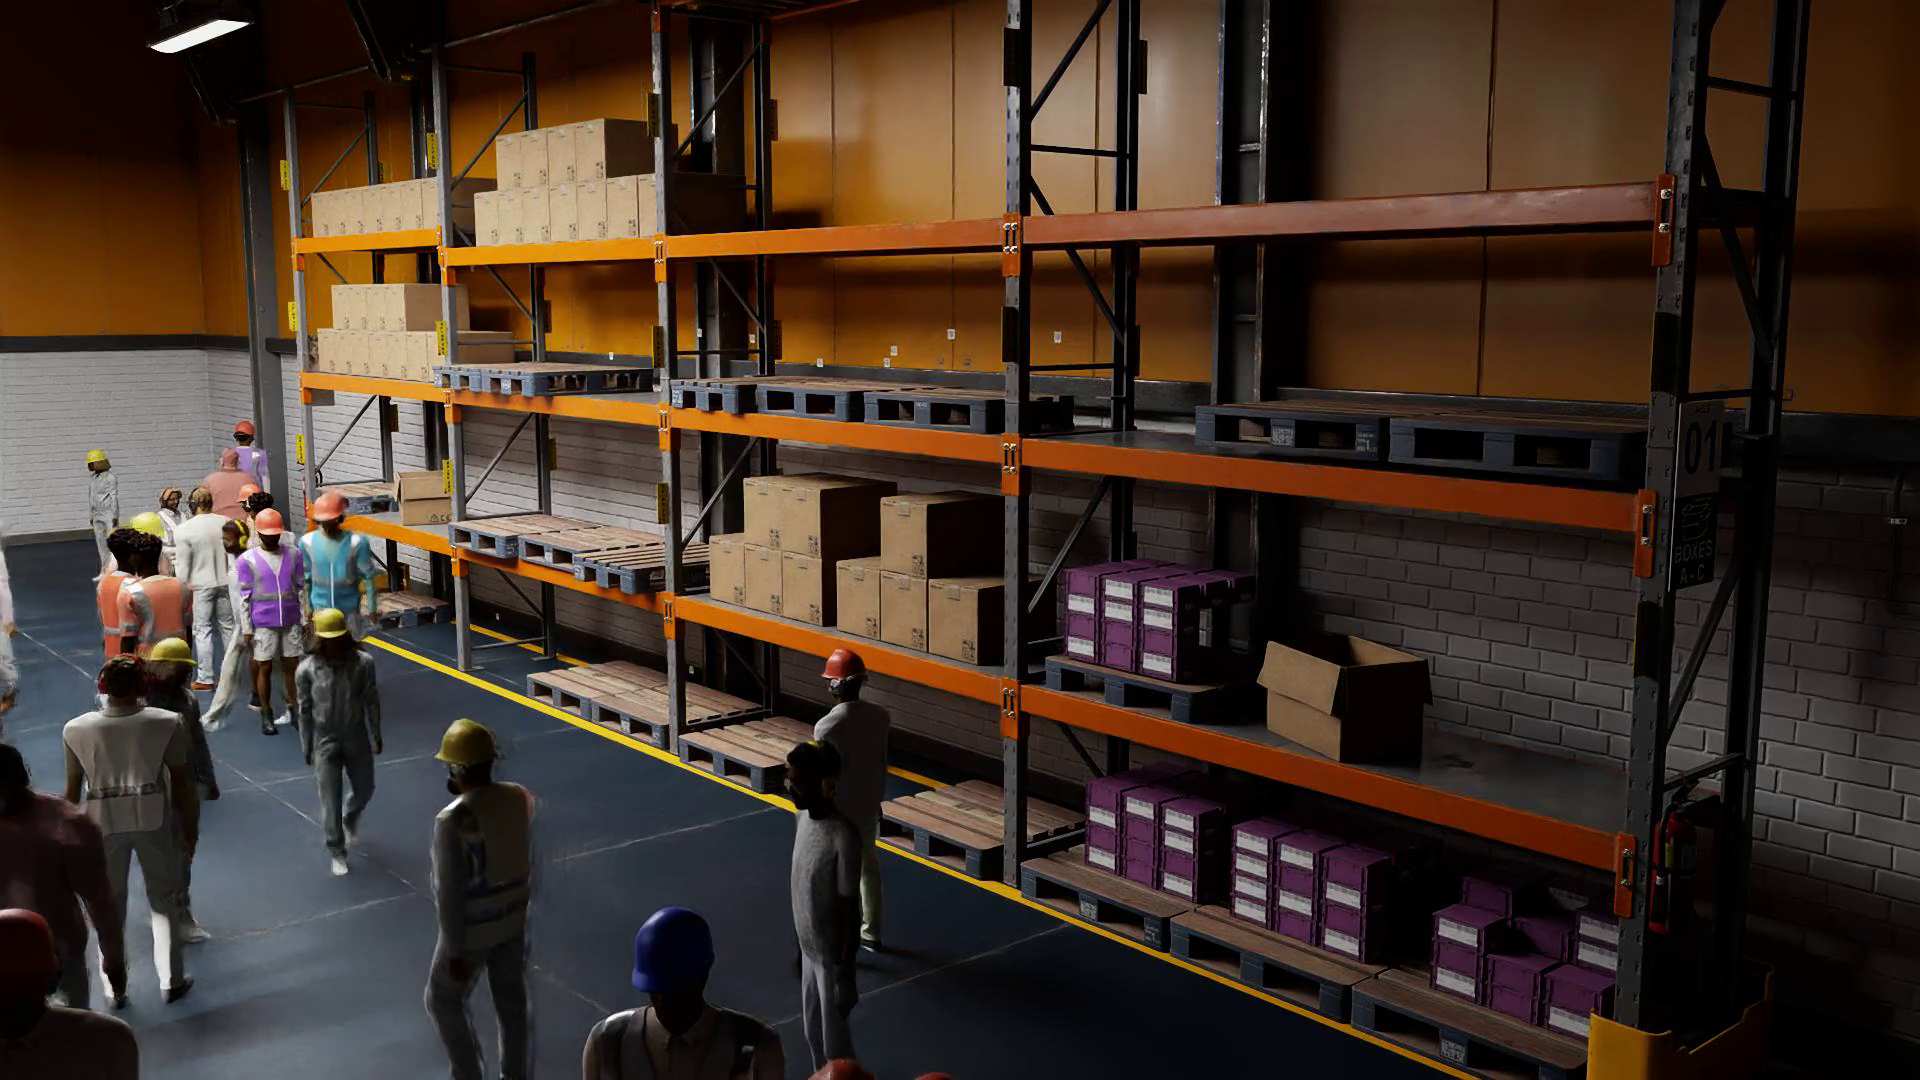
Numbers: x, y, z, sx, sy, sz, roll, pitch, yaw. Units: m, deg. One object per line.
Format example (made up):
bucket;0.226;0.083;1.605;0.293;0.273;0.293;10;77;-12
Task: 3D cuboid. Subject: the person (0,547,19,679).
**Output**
person;-9.391;0.425;15.944;0.616;1.893;0.475;5;10;33

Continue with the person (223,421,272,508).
person;-9.566;-0.580;22.365;0.605;2.045;0.377;-1;8;-5

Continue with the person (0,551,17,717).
person;-8.373;0.667;14.149;0.673;1.912;0.571;0;8;-1

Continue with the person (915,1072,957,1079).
person;-0.061;2.179;4.239;0.572;1.739;0.355;5;10;31

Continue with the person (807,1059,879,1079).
person;-0.218;2.155;3.603;0.650;1.990;0.987;-1;8;-9

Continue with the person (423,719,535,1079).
person;-2.137;1.688;7.388;0.471;1.816;0.590;5;9;30

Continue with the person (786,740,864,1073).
person;-0.573;1.737;6.915;0.324;1.860;0.513;-4;9;-27

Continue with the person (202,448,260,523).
person;-8.692;-0.147;19.862;0.699;1.895;0.572;-4;9;-28

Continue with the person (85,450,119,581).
person;-11.137;-0.312;21.595;0.489;1.731;0.321;4;9;23

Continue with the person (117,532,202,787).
person;-5.926;0.916;12.285;0.385;1.957;0.603;4;9;25

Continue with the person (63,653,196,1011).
person;-4.299;1.505;8.589;0.629;1.834;0.397;-3;9;-19

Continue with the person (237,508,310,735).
person;-5.764;0.683;14.012;0.549;1.925;0.384;-7;11;-39

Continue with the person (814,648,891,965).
person;-0.625;1.460;9.185;0.331;1.750;0.573;6;10;37

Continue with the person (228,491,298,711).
person;-6.188;0.541;14.845;0.603;1.966;0.368;-4;9;-24

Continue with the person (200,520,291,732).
person;-6.063;0.726;14.121;1.012;1.809;0.524;-6;10;-38

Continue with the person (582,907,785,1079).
person;-0.801;1.992;4.816;0.614;1.947;0.388;0;8;1

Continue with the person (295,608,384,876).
person;-3.981;1.261;10.676;0.520;1.722;0.531;-5;9;-30

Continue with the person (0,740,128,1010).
person;-3.765;1.724;6.780;0.736;1.914;0.455;-1;8;-9

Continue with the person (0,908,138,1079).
person;-2.630;1.991;4.713;0.620;1.986;0.410;-3;9;-22

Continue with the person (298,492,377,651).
person;-5.504;0.539;14.789;0.625;2.006;0.837;-2;8;-11

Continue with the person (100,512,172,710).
person;-6.947;0.694;14.042;0.725;1.897;0.615;4;9;27

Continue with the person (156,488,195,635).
person;-8.512;0.248;18.010;0.308;1.641;0.516;3;9;22

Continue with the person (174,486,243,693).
person;-7.031;0.458;15.568;0.378;1.931;0.624;5;9;30

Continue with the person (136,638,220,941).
person;-4.439;1.428;9.543;0.599;1.707;0.510;3;9;20
